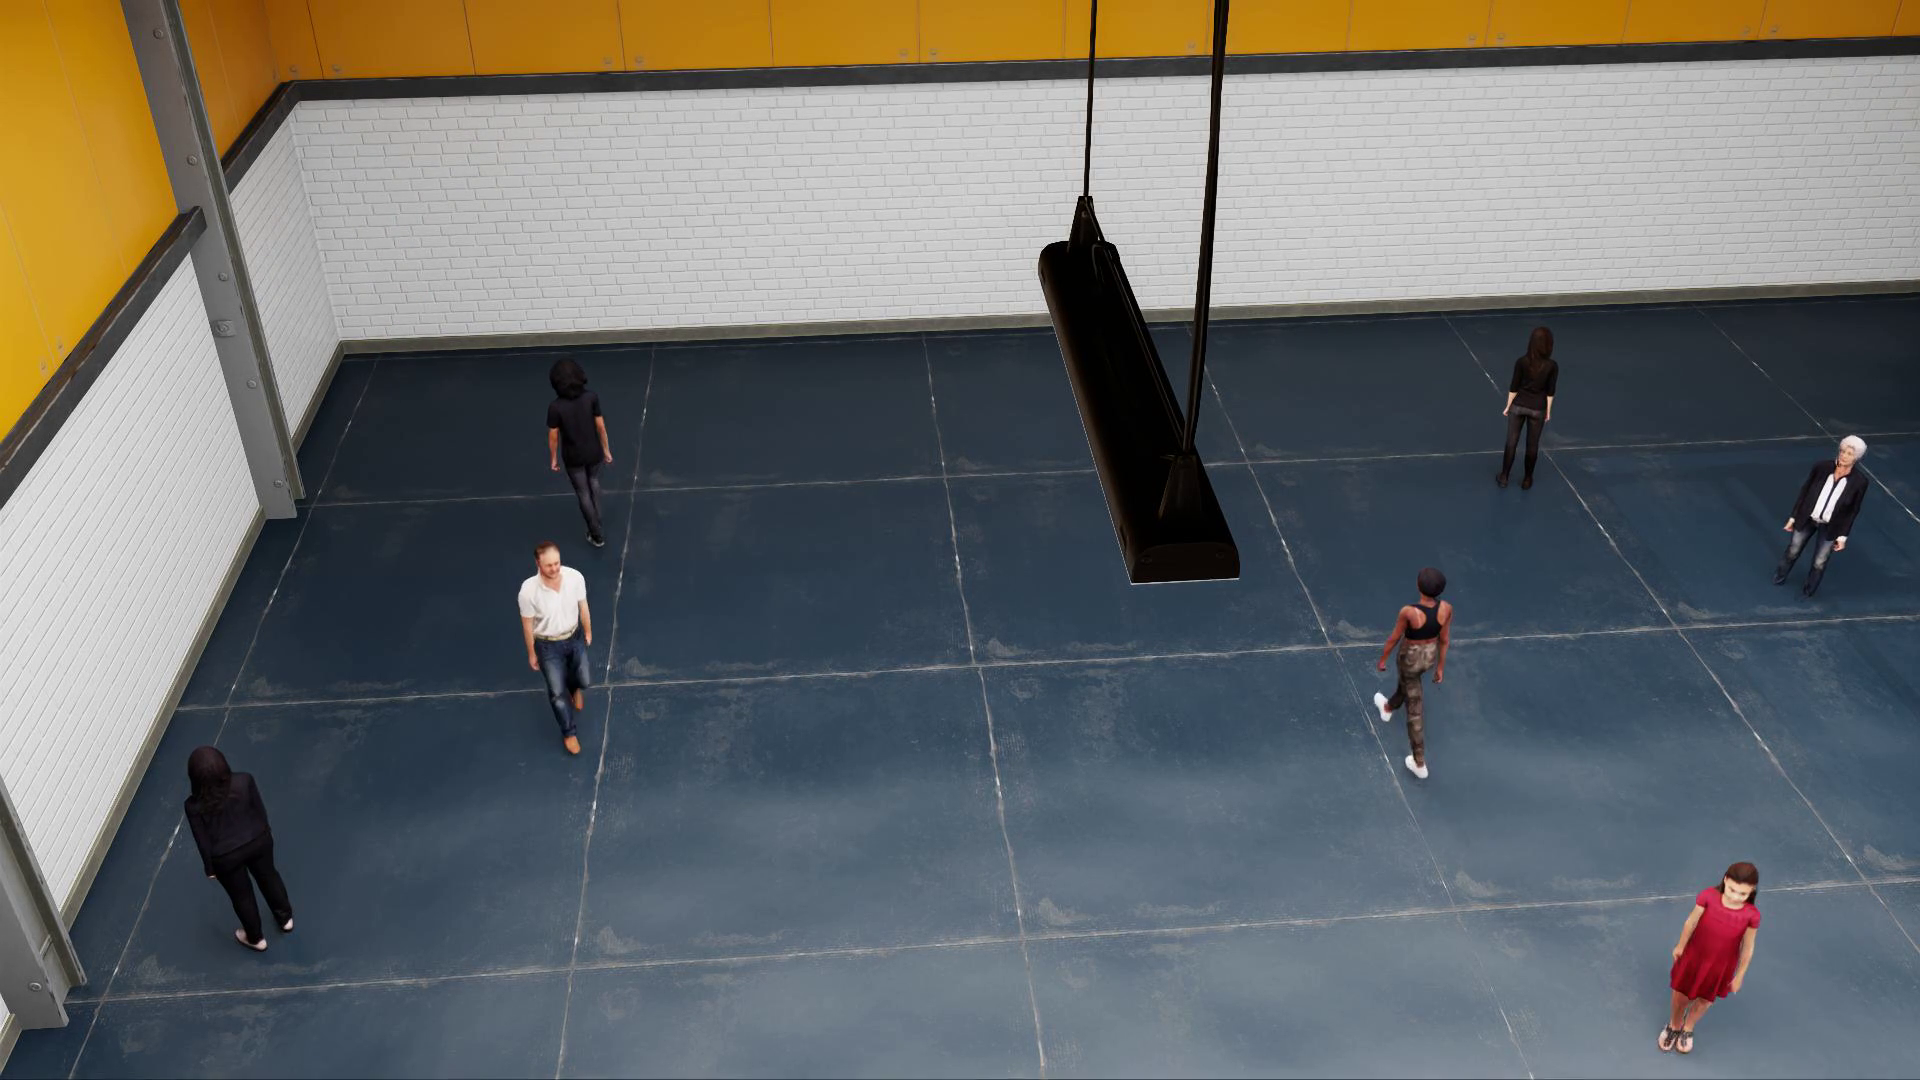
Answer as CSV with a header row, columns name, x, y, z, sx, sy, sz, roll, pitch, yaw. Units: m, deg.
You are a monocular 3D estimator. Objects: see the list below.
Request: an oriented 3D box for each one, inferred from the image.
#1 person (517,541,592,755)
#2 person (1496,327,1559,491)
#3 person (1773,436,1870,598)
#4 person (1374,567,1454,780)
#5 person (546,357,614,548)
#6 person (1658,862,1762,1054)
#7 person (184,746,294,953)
name,x,y,z,sx,sy,sz,roll,pitch,yaw
person,-3.048,0.714,12.514,0.840,1.839,0.991,-14,36,-20
person,5.337,-1.230,15.617,0.638,1.641,0.627,10,35,15
person,7.296,-0.127,14.194,0.830,1.782,0.808,28,42,35
person,3.392,0.992,12.271,0.679,1.645,1.205,-6,34,-9
person,-3.317,-0.735,14.708,0.822,1.822,0.869,-19,38,-26
person,4.587,2.480,10.122,0.707,1.544,0.770,17,37,24
person,-4.687,1.992,10.793,0.822,1.615,0.761,24,40,31
